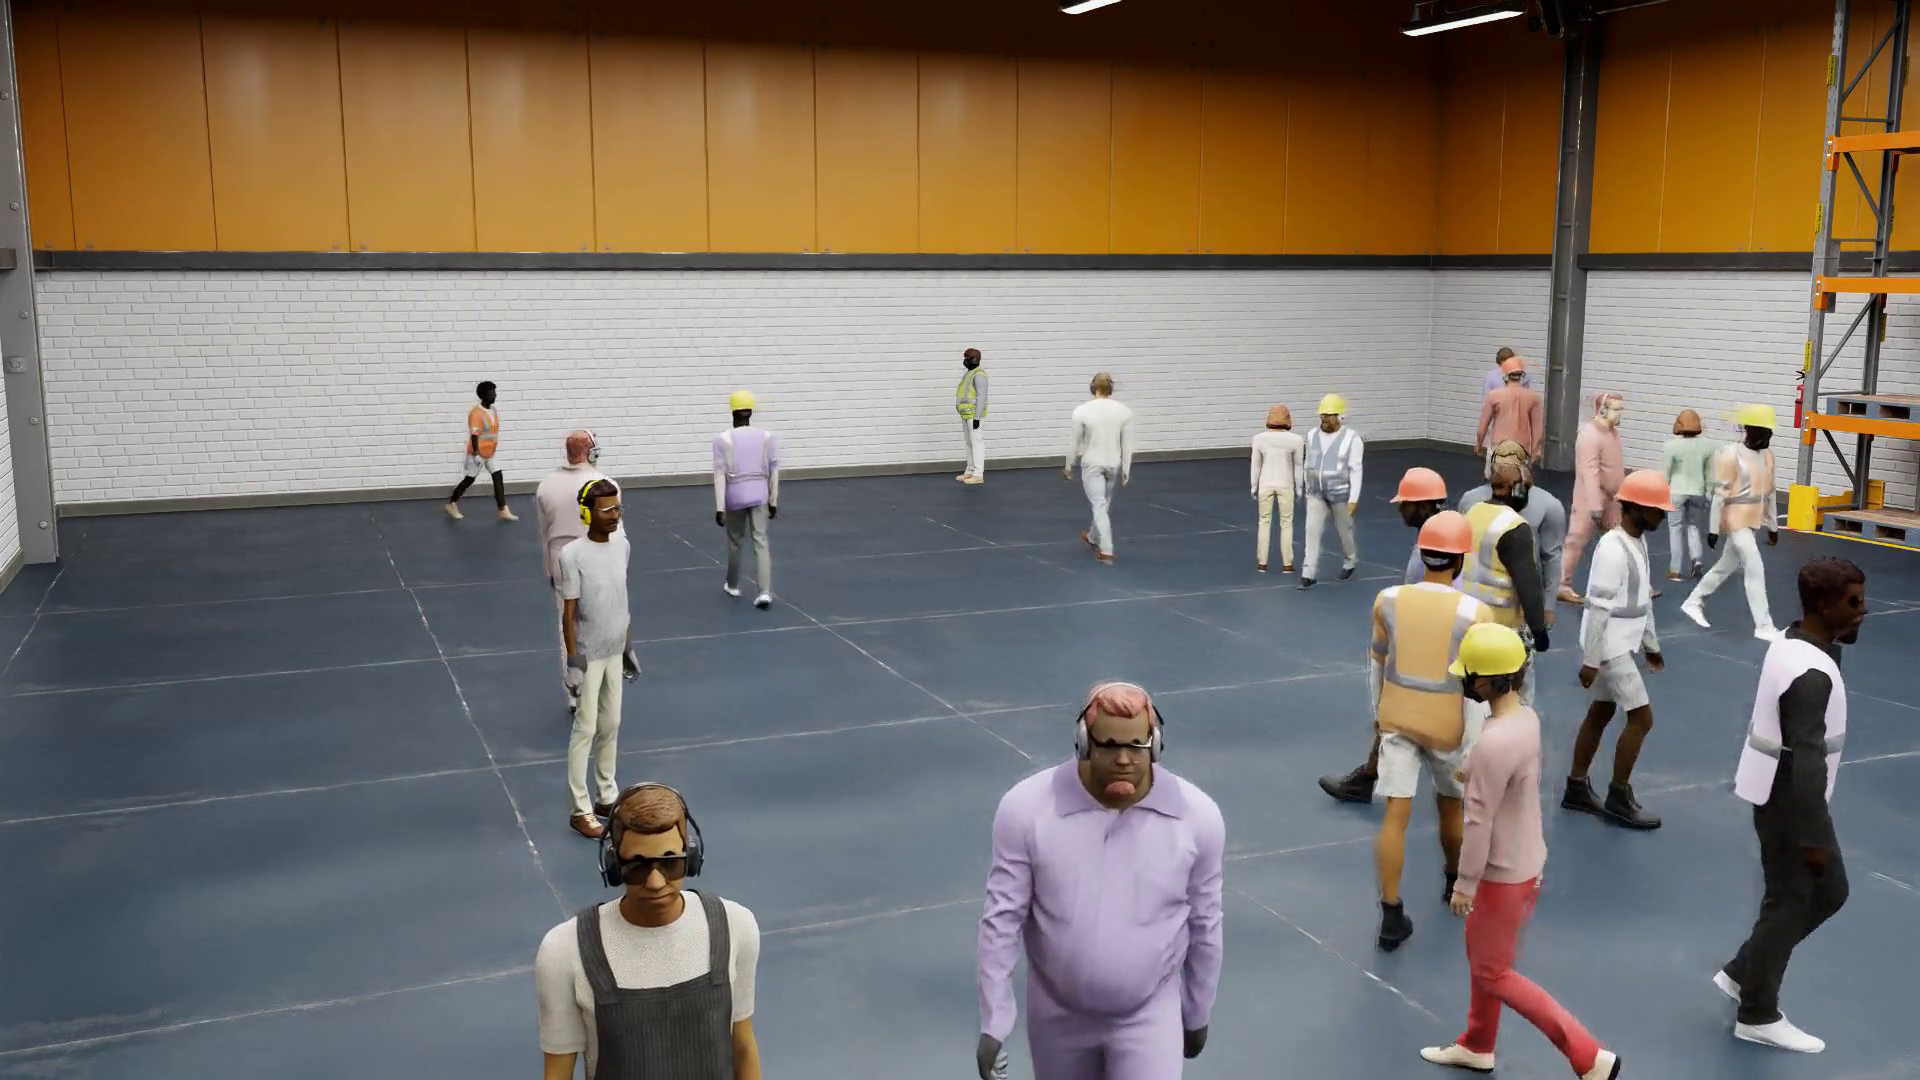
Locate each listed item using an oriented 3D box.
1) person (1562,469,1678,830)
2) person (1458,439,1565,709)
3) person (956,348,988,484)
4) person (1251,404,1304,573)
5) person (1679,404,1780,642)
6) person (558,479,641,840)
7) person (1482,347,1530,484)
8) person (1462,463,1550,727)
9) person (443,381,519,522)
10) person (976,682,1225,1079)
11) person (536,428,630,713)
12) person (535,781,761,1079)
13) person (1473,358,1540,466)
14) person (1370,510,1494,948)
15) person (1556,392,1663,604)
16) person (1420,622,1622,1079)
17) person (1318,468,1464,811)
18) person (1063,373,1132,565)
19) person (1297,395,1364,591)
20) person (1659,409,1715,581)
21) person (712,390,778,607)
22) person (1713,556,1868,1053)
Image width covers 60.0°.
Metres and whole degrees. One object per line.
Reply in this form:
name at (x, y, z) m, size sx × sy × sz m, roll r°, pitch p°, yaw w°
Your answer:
person at (3.550, 0.572, 8.803) m, size 0.678 × 1.907 × 0.547 m, roll 5°, pitch 11°, yaw 29°
person at (3.264, 0.358, 9.983) m, size 0.636 × 1.939 × 0.365 m, roll 5°, pitch 11°, yaw 30°
person at (0.159, -1.694, 22.702) m, size 0.429 × 1.847 × 0.625 m, roll -3°, pitch 10°, yaw -17°
person at (3.062, -0.493, 16.060) m, size 0.506 × 1.631 × 0.266 m, roll 3°, pitch 10°, yaw 18°
person at (6.257, -0.165, 13.354) m, size 0.596 × 1.880 × 0.987 m, roll -6°, pitch 11°, yaw -34°
person at (-1.868, 0.610, 8.696) m, size 0.329 × 1.861 × 0.513 m, roll 5°, pitch 11°, yaw 28°
person at (7.261, -1.624, 22.185) m, size 0.638 × 1.891 × 1.038 m, roll 1°, pitch 9°, yaw 6°
person at (3.211, 0.456, 9.754) m, size 0.611 × 1.815 × 0.674 m, roll -1°, pitch 9°, yaw -5°
person at (-5.600, -1.027, 19.268) m, size 0.893 × 1.648 × 0.550 m, roll 3°, pitch 10°, yaw 16°
person at (0.383, 1.301, 4.539) m, size 0.662 × 1.854 × 1.004 m, roll 1°, pitch 9°, yaw 7°
person at (-2.463, 0.204, 11.040) m, size 0.677 × 1.888 × 0.465 m, roll 3°, pitch 10°, yaw 20°
person at (-0.678, 1.432, 3.755) m, size 0.519 × 1.844 × 0.331 m, roll -4°, pitch 10°, yaw -25°
person at (6.090, -1.062, 18.563) m, size 0.607 × 1.933 × 1.034 m, roll -1°, pitch 9°, yaw -7°
person at (2.099, 0.803, 7.435) m, size 0.571 × 1.883 × 0.981 m, roll 6°, pitch 11°, yaw 31°
person at (5.643, -0.340, 14.430) m, size 0.955 × 1.862 × 0.684 m, roll 8°, pitch 12°, yaw 40°
person at (1.983, 1.142, 5.815) m, size 0.658 × 1.738 × 0.538 m, roll 5°, pitch 11°, yaw 27°
person at (2.530, 0.544, 9.039) m, size 0.989 × 1.878 × 0.544 m, roll 4°, pitch 10°, yaw 24°
person at (1.376, -0.740, 16.792) m, size 0.635 × 1.884 × 1.014 m, roll -4°, pitch 10°, yaw -22°
person at (3.448, -0.456, 15.383) m, size 0.607 × 1.792 × 0.917 m, roll 7°, pitch 12°, yaw 37°
person at (6.799, -0.418, 15.611) m, size 0.517 × 1.621 × 0.361 m, roll 0°, pitch 9°, yaw -3°
person at (-1.869, -0.367, 14.569) m, size 0.609 × 1.884 × 1.003 m, roll -4°, pitch 10°, yaw -23°
person at (3.147, 0.994, 6.238) m, size 0.449 × 1.901 × 0.615 m, roll 4°, pitch 10°, yaw 23°
